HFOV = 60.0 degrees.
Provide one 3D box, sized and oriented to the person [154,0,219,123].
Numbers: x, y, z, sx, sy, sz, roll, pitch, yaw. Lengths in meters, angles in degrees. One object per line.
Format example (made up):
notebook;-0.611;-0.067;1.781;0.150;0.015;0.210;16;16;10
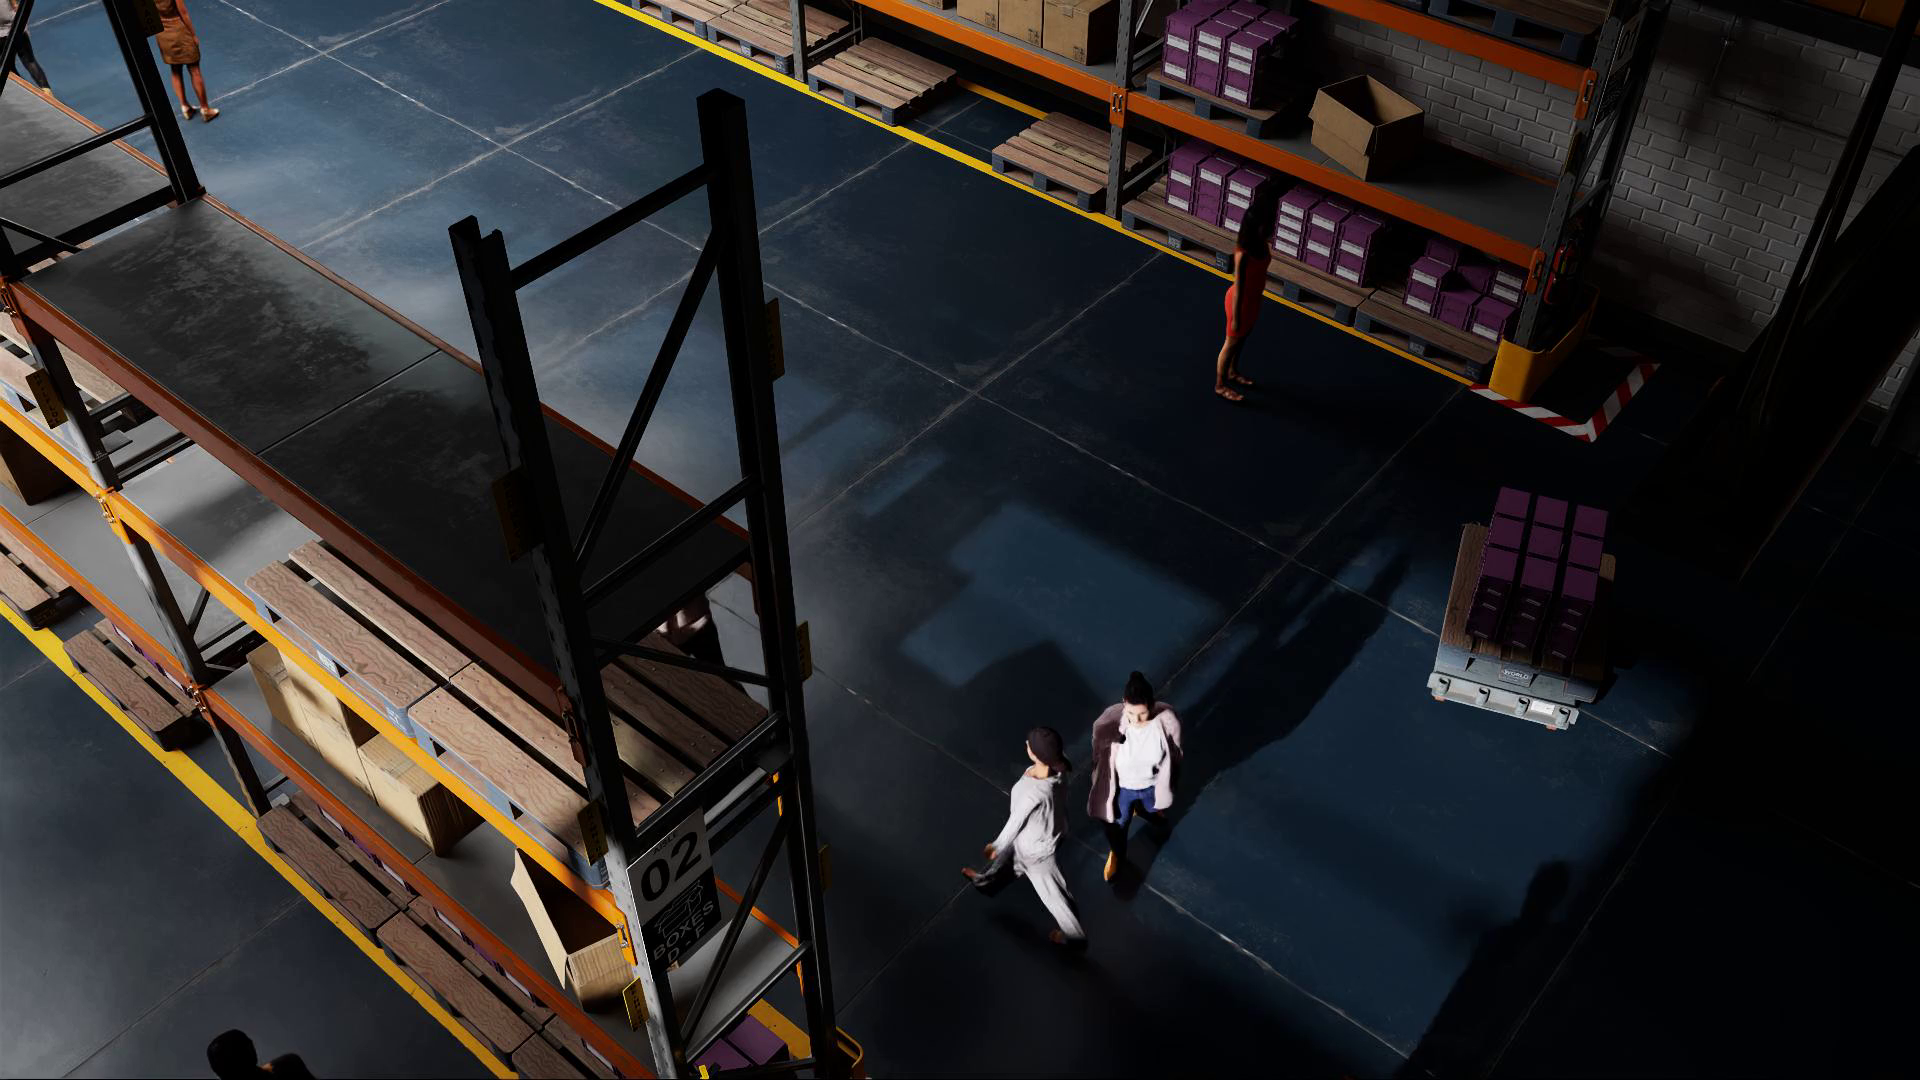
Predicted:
person;-7.633;-4.889;16.176;0.602;1.683;0.701;6;44;6

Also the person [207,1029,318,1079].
person;-3.178;2.895;7.990;0.687;1.704;0.678;24;49;23

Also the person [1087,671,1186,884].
person;1.022;1.307;9.648;0.973;1.717;1.033;-8;44;-8

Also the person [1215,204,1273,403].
person;2.205;-1.855;12.967;0.560;1.718;0.610;22;48;21

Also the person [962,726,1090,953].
person;0.518;1.710;9.215;1.146;1.730;0.764;19;47;19
